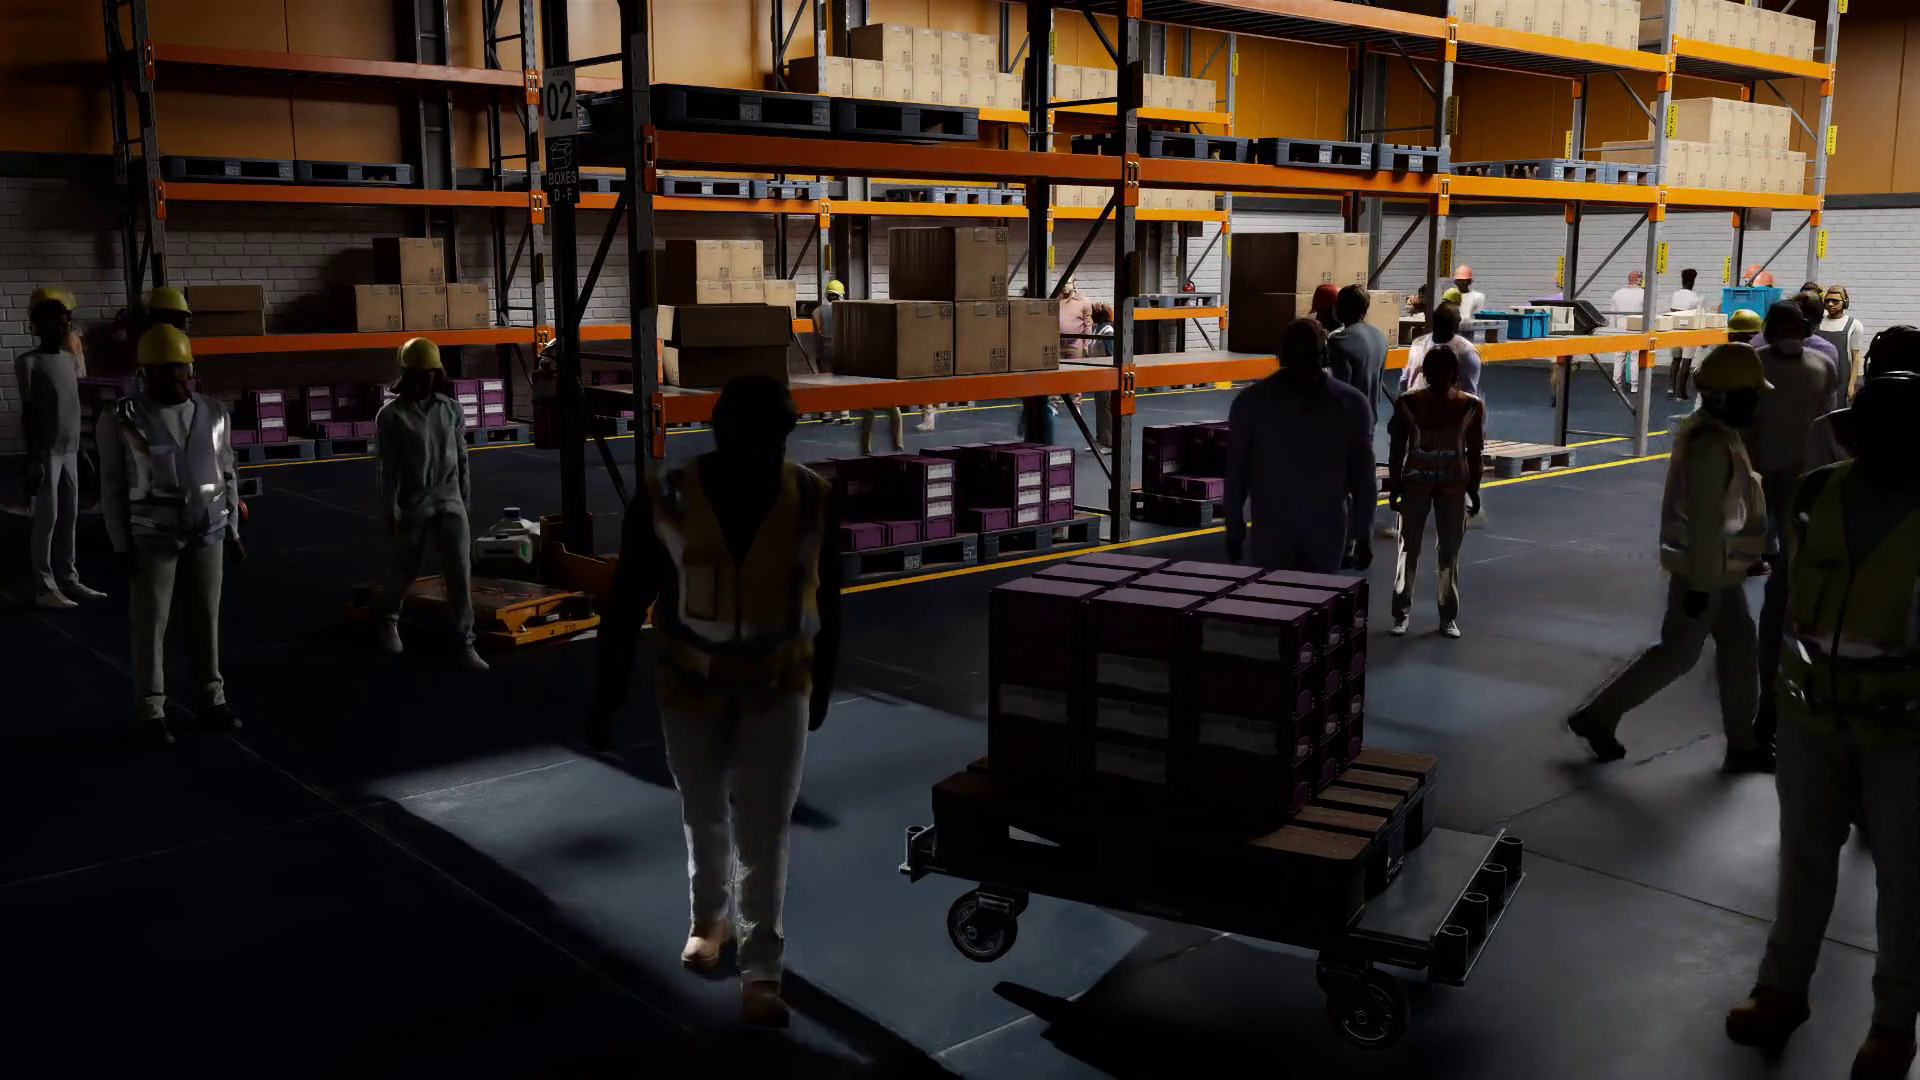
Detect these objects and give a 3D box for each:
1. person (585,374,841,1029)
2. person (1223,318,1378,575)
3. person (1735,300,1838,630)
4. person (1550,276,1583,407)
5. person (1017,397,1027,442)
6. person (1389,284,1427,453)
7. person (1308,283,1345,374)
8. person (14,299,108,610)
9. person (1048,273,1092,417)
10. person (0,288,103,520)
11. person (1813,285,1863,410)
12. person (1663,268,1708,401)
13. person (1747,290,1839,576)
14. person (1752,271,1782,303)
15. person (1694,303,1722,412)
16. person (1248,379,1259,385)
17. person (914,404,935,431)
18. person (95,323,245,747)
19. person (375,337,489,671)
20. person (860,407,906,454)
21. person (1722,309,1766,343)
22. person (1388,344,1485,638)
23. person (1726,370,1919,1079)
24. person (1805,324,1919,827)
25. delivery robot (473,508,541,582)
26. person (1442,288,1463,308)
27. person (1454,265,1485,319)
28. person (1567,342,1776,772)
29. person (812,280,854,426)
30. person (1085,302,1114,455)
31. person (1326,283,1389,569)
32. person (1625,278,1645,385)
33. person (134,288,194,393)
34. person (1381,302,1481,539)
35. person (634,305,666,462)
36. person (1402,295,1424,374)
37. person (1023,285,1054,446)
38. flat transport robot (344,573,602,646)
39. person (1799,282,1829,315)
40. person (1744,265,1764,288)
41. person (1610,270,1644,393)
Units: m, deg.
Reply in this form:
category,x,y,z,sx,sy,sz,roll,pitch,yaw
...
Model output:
category,x,y,z,sx,sy,sz,roll,pitch,yaw
person,-0.677,0.441,4.667,0.717,1.783,0.951,-1,10,-7
person,1.509,-0.051,7.385,0.650,1.850,1.002,0,10,2
person,4.474,-0.370,9.144,0.653,1.879,0.996,1,10,4
person,8.500,-2.817,23.358,0.400,1.926,0.567,-4,11,-24
person,0.771,-1.752,18.046,0.571,1.608,0.454,7,12,37
person,4.995,-1.823,17.872,0.498,1.820,0.947,9,13,43
person,2.672,-0.876,12.002,0.377,1.928,0.542,5,11,29
person,-5.467,-0.518,10.097,0.333,1.864,0.515,1,10,7
person,1.408,-2.560,21.919,0.639,1.911,0.402,2,10,13
person,-7.327,-1.084,13.392,0.986,1.855,0.659,-7,12,-36
person,8.329,-1.509,15.950,0.508,1.846,0.345,8,13,40
person,10.671,-3.012,24.448,0.493,1.946,0.632,-9,13,-43
person,5.501,-0.697,11.047,0.761,1.891,0.649,-5,11,-26
person,10.138,-2.429,21.099,0.561,1.932,0.413,9,13,43
person,9.905,-2.345,21.555,0.707,1.587,0.591,4,10,21
person,5.023,-3.498,27.420,0.592,1.913,0.390,-1,10,-8
person,-0.493,-2.286,20.099,0.584,1.974,0.659,-9,13,-42
person,-3.444,-0.030,7.318,0.404,1.835,0.587,9,13,41
person,-2.788,-0.197,8.652,0.491,1.718,0.791,-8,13,-41
person,-0.714,-1.476,16.427,0.739,1.603,0.530,8,12,38
person,5.314,-0.684,11.351,0.328,1.767,0.532,-2,10,-13
person,2.650,-0.269,9.286,0.514,1.642,0.310,2,10,11
person,2.382,0.474,4.365,0.430,1.838,0.620,-7,12,-36
person,3.302,0.170,6.000,0.585,1.882,0.337,0,10,-1
delivery robot,-2.786,0.041,10.371,0.477,0.478,0.707,0,10,-1
person,5.481,-1.941,18.710,0.331,1.767,0.527,-7,12,-36
person,7.153,-2.915,23.734,0.622,2.006,1.009,5,11,26
person,3.008,0.077,6.840,0.863,1.794,0.600,4,11,24
person,-1.565,-2.339,20.885,0.595,1.825,0.403,4,11,23
person,1.528,-1.734,17.864,0.311,1.638,0.522,-2,10,-12
person,2.664,-0.775,11.375,0.370,1.940,0.630,9,13,42
person,11.259,-3.455,27.571,0.331,1.768,0.526,3,10,18
person,-5.479,-0.781,11.513,0.496,1.898,0.626,-4,10,-22
person,3.663,-0.912,12.637,0.962,1.790,0.629,-4,11,-24
person,-3.205,-1.641,17.145,0.318,1.700,0.536,2,10,10
person,5.701,-2.260,20.941,0.311,1.642,0.513,-3,10,-15
person,0.808,-1.738,17.283,0.372,1.843,0.570,7,12,35
flat transport robot,-2.796,0.375,9.521,1.431,0.197,0.652,6,11,32
person,8.961,-1.803,17.653,0.572,1.850,0.657,8,13,40
person,11.077,-2.847,23.343,0.617,1.994,0.381,-3,10,-18
person,10.442,-3.229,25.843,0.401,1.904,0.648,-8,13,-40
